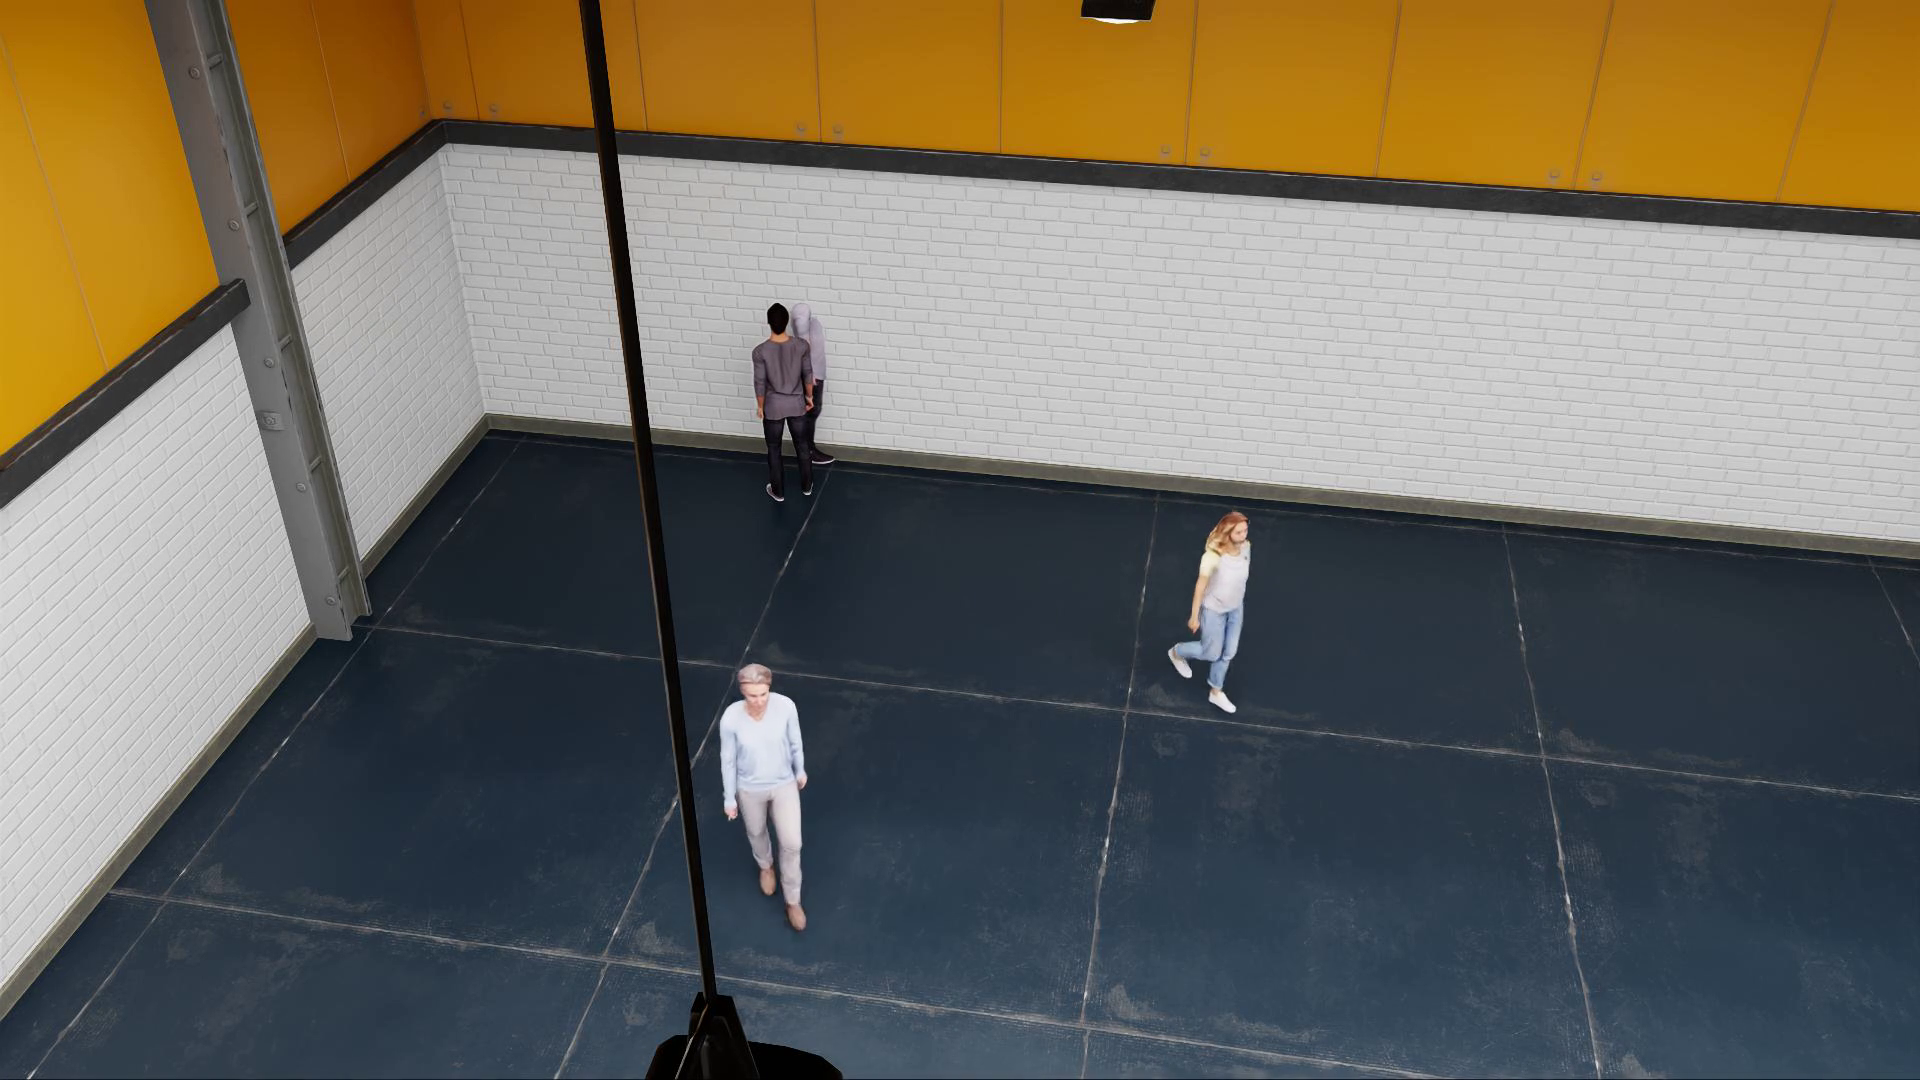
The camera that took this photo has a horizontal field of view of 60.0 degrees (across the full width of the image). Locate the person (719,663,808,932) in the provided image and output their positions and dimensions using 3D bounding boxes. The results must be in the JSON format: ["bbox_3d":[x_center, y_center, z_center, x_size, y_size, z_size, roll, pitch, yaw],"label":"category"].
[{"bbox_3d":[-1.231,1.477,10.397,0.914,1.867,1.065,-7,34,-10],"label":"person"}]

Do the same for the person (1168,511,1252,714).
[{"bbox_3d":[1.821,0.467,12.066,0.965,1.703,1.003,-28,43,-35],"label":"person"}]

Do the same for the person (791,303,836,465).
[{"bbox_3d":[-1.355,-1.582,15.031,0.764,1.833,0.567,1,34,2],"label":"person"}]

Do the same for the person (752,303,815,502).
[{"bbox_3d":[-1.523,-1.194,14.428,0.748,1.854,0.735,-11,35,-17],"label":"person"}]
